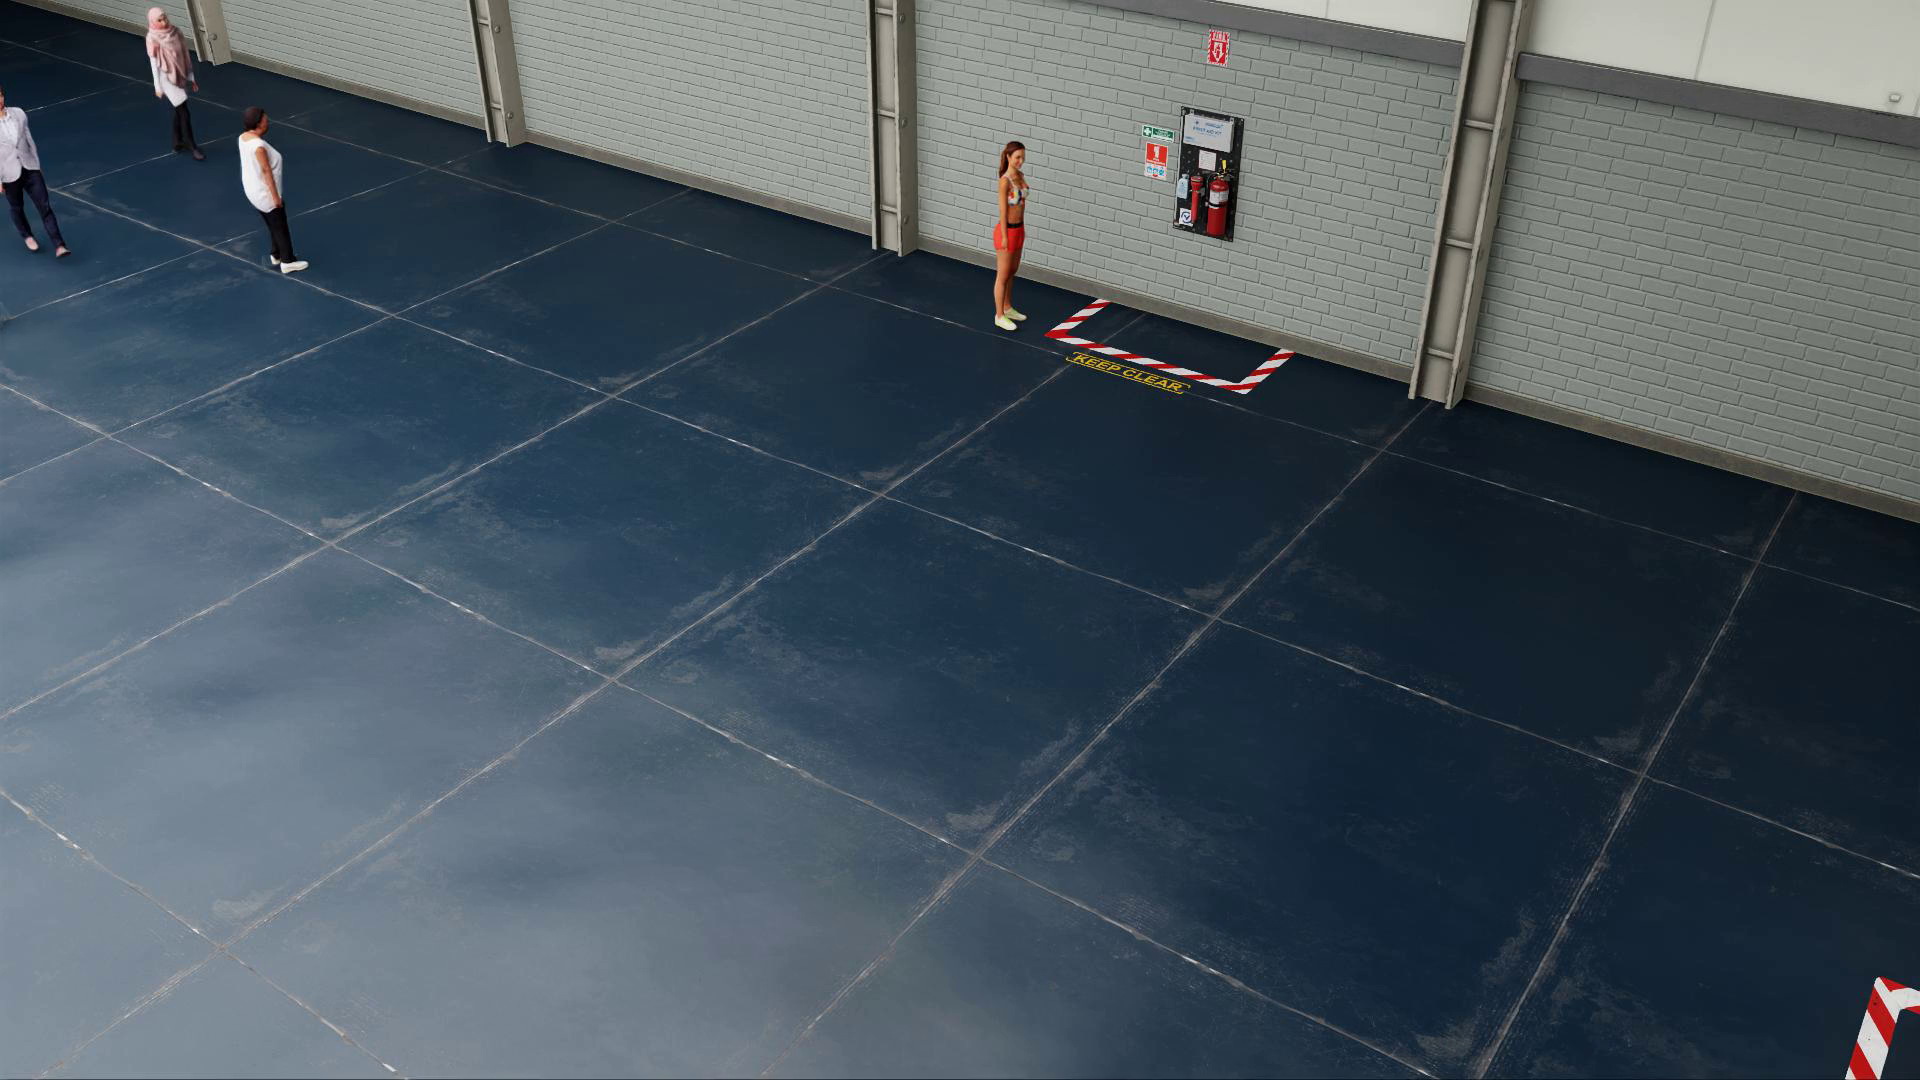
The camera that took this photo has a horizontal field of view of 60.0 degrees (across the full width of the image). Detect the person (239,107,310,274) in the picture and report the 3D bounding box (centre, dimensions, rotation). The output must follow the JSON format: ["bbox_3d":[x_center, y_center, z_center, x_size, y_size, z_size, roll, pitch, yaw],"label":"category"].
[{"bbox_3d":[-6.988,-3.522,16.759,0.810,1.687,0.692,-23,39,-32],"label":"person"}]

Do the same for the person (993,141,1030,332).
[{"bbox_3d":[0.468,-2.880,15.646,0.550,1.789,0.582,16,36,24],"label":"person"}]

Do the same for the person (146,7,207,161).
[{"bbox_3d":[-9.309,-5.389,19.652,0.936,1.759,0.748,11,34,16],"label":"person"}]

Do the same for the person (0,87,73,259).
[{"bbox_3d":[-9.707,-3.784,17.069,1.232,1.799,0.833,28,41,36],"label":"person"}]
